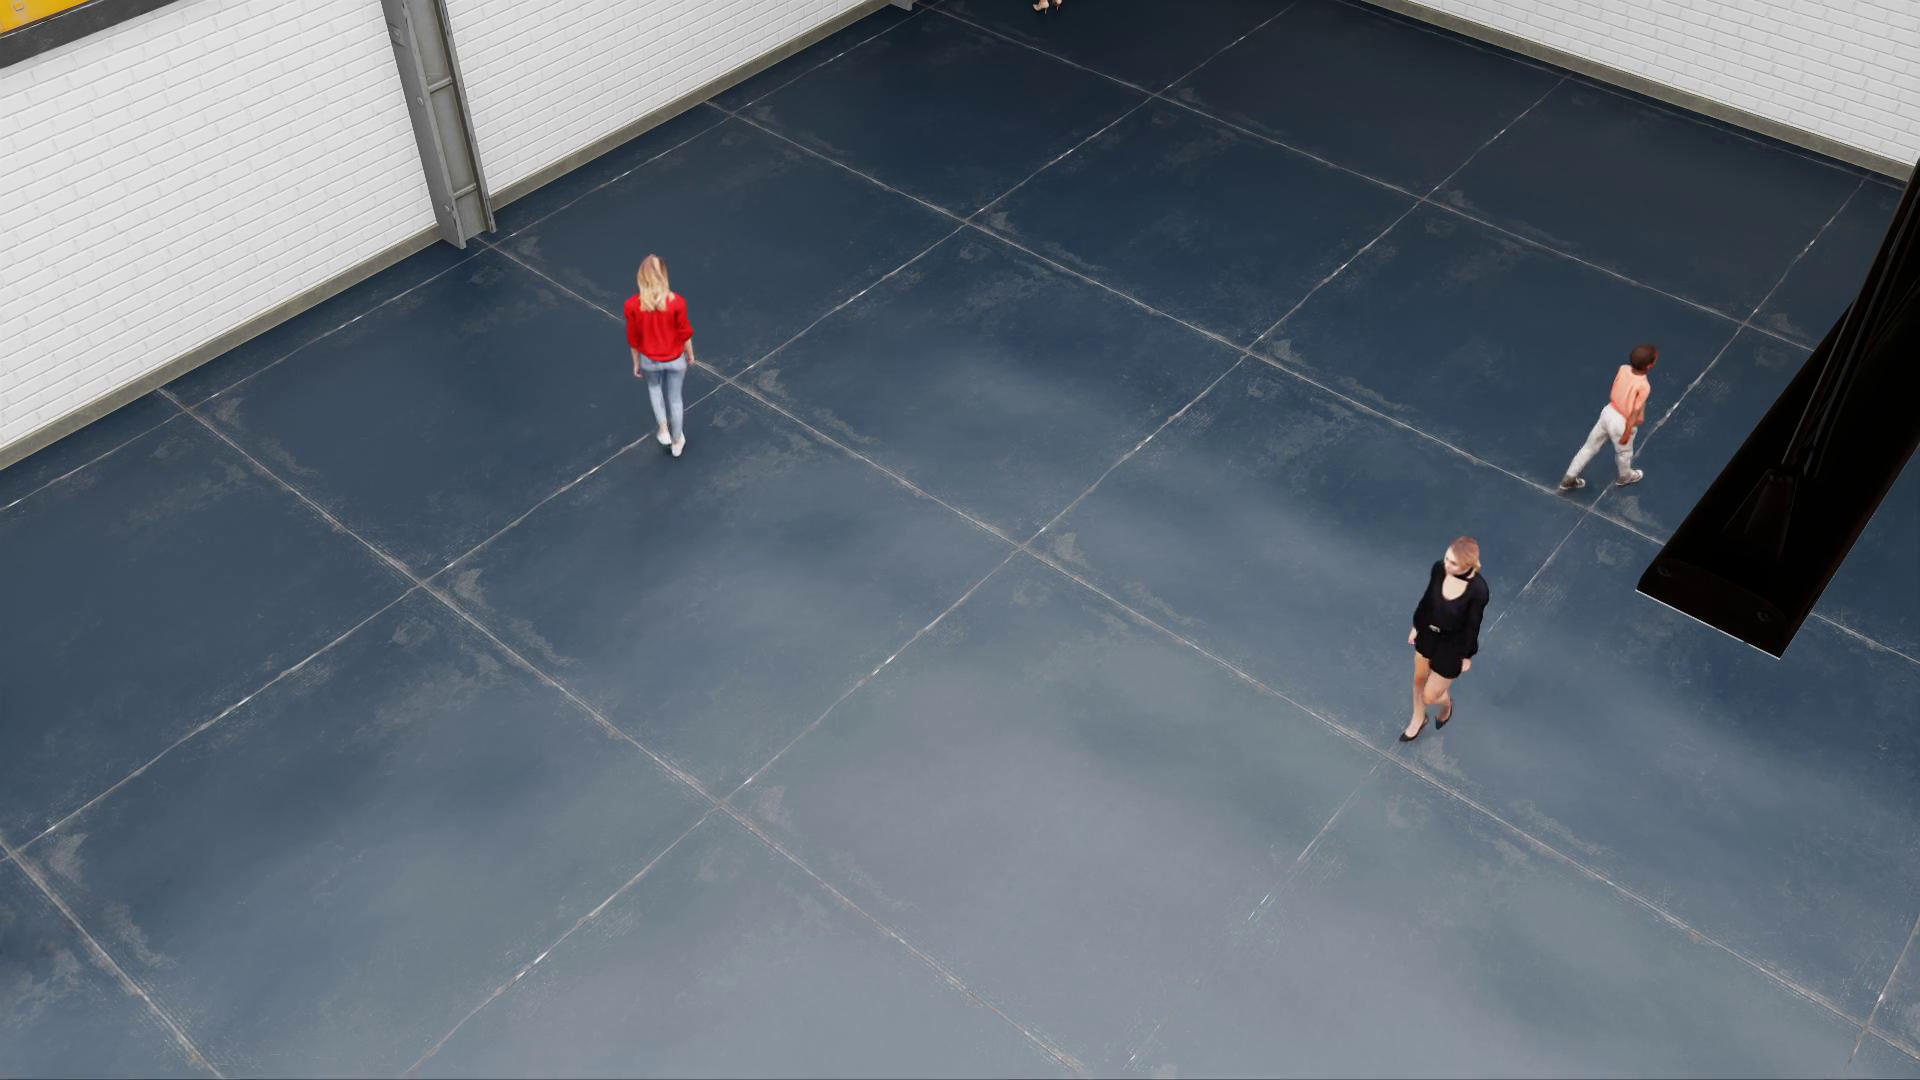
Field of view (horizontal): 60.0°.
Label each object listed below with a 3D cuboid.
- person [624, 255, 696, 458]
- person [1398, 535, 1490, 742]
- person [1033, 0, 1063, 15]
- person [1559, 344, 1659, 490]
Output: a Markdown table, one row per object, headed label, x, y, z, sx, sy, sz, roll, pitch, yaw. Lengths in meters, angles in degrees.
| label | x | y | z | sx | sy | sz | roll | pitch | yaw |
| --- | --- | --- | --- | --- | --- | --- | --- | --- | --- |
| person | -2.165 | -1.271 | 12.110 | 0.727 | 1.688 | 0.789 | -4 | 44 | -4 |
| person | 2.982 | 0.610 | 10.092 | 0.747 | 1.749 | 0.676 | -27 | 50 | -25 |
| person | 0.964 | -6.394 | 17.439 | 0.615 | 1.756 | 0.756 | -18 | 47 | -18 |
| person | 4.676 | -0.844 | 11.958 | 0.960 | 1.280 | 0.774 | -15 | 46 | -15 |
